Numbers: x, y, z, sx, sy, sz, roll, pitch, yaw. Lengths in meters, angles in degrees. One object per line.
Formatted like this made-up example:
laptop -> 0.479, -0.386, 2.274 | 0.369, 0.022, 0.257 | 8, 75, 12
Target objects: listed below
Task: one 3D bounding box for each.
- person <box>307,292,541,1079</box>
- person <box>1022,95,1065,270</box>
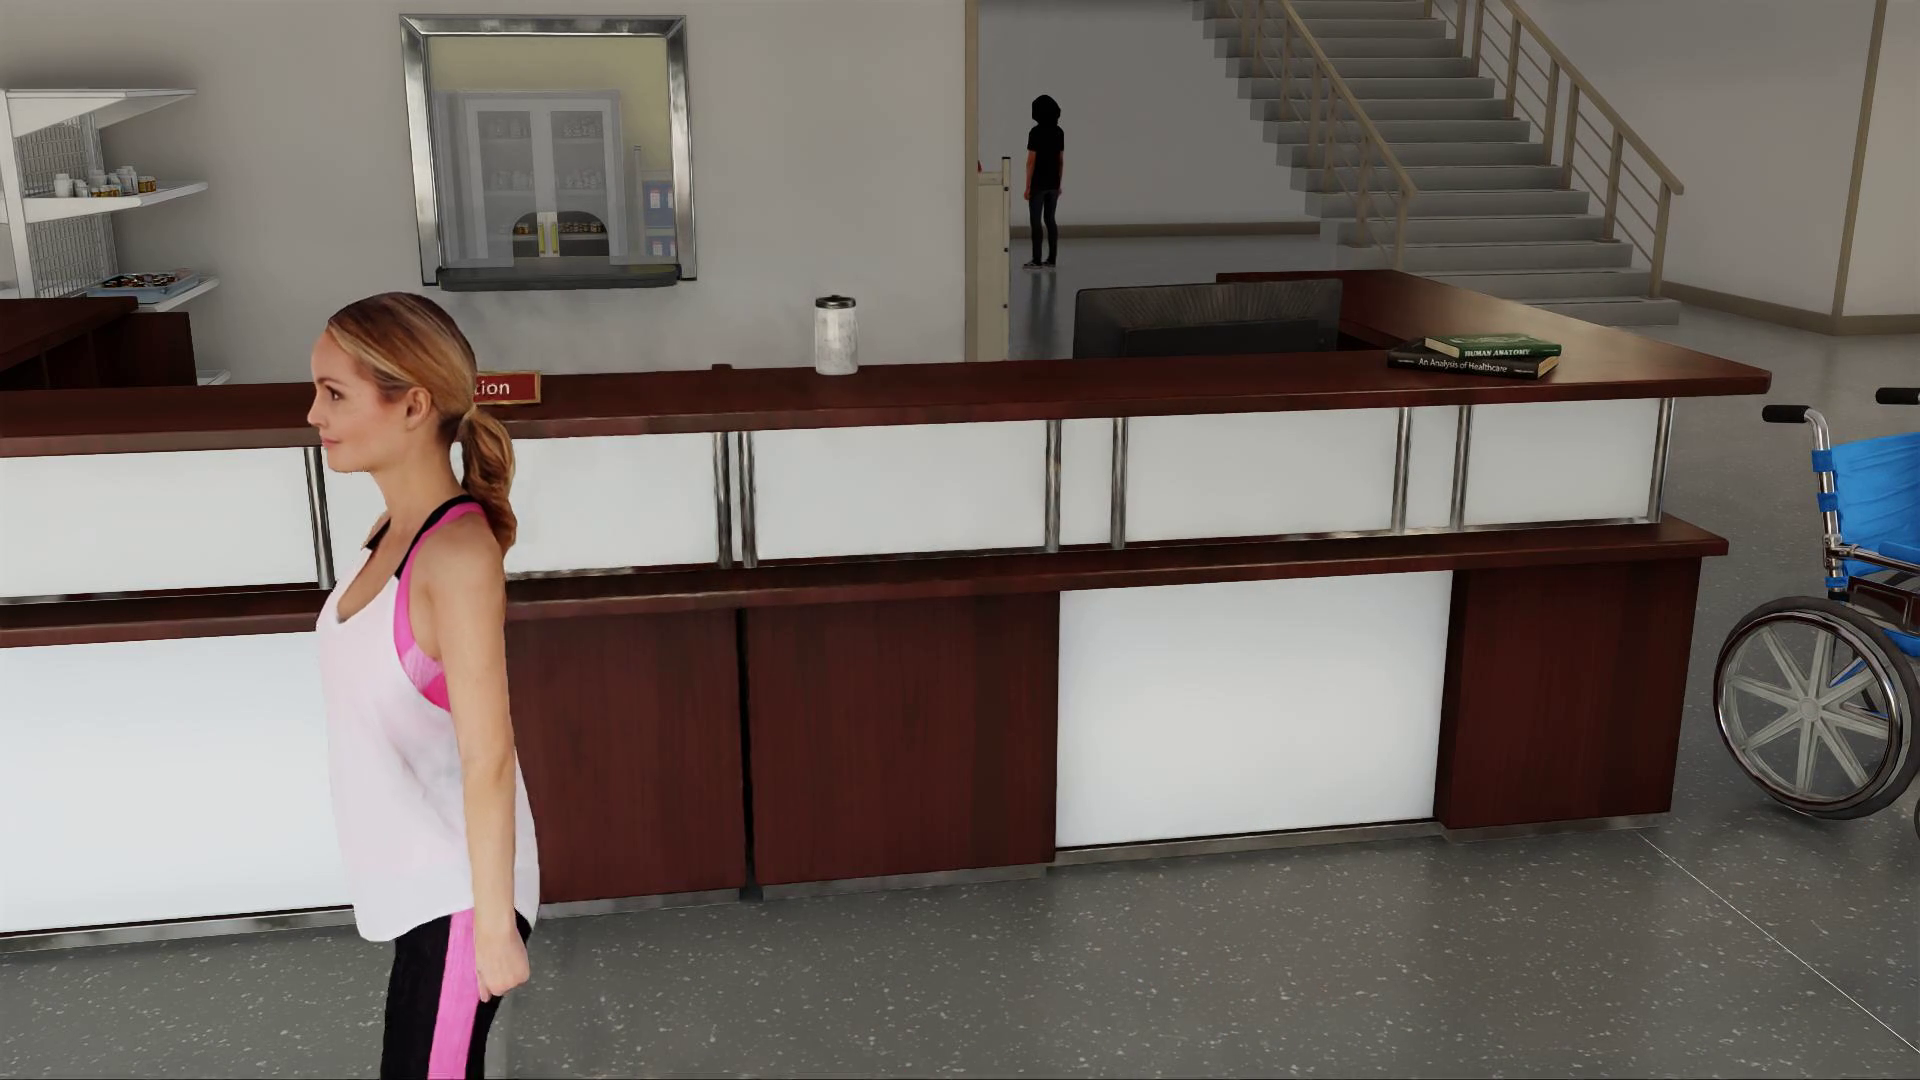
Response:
person -> -0.665, 0.523, 2.488 | 0.794, 1.774, 0.785 | -8, 17, -25
person -> 0.913, -3.847, 17.870 | 0.709, 1.825, 0.696 | -12, 19, -35
